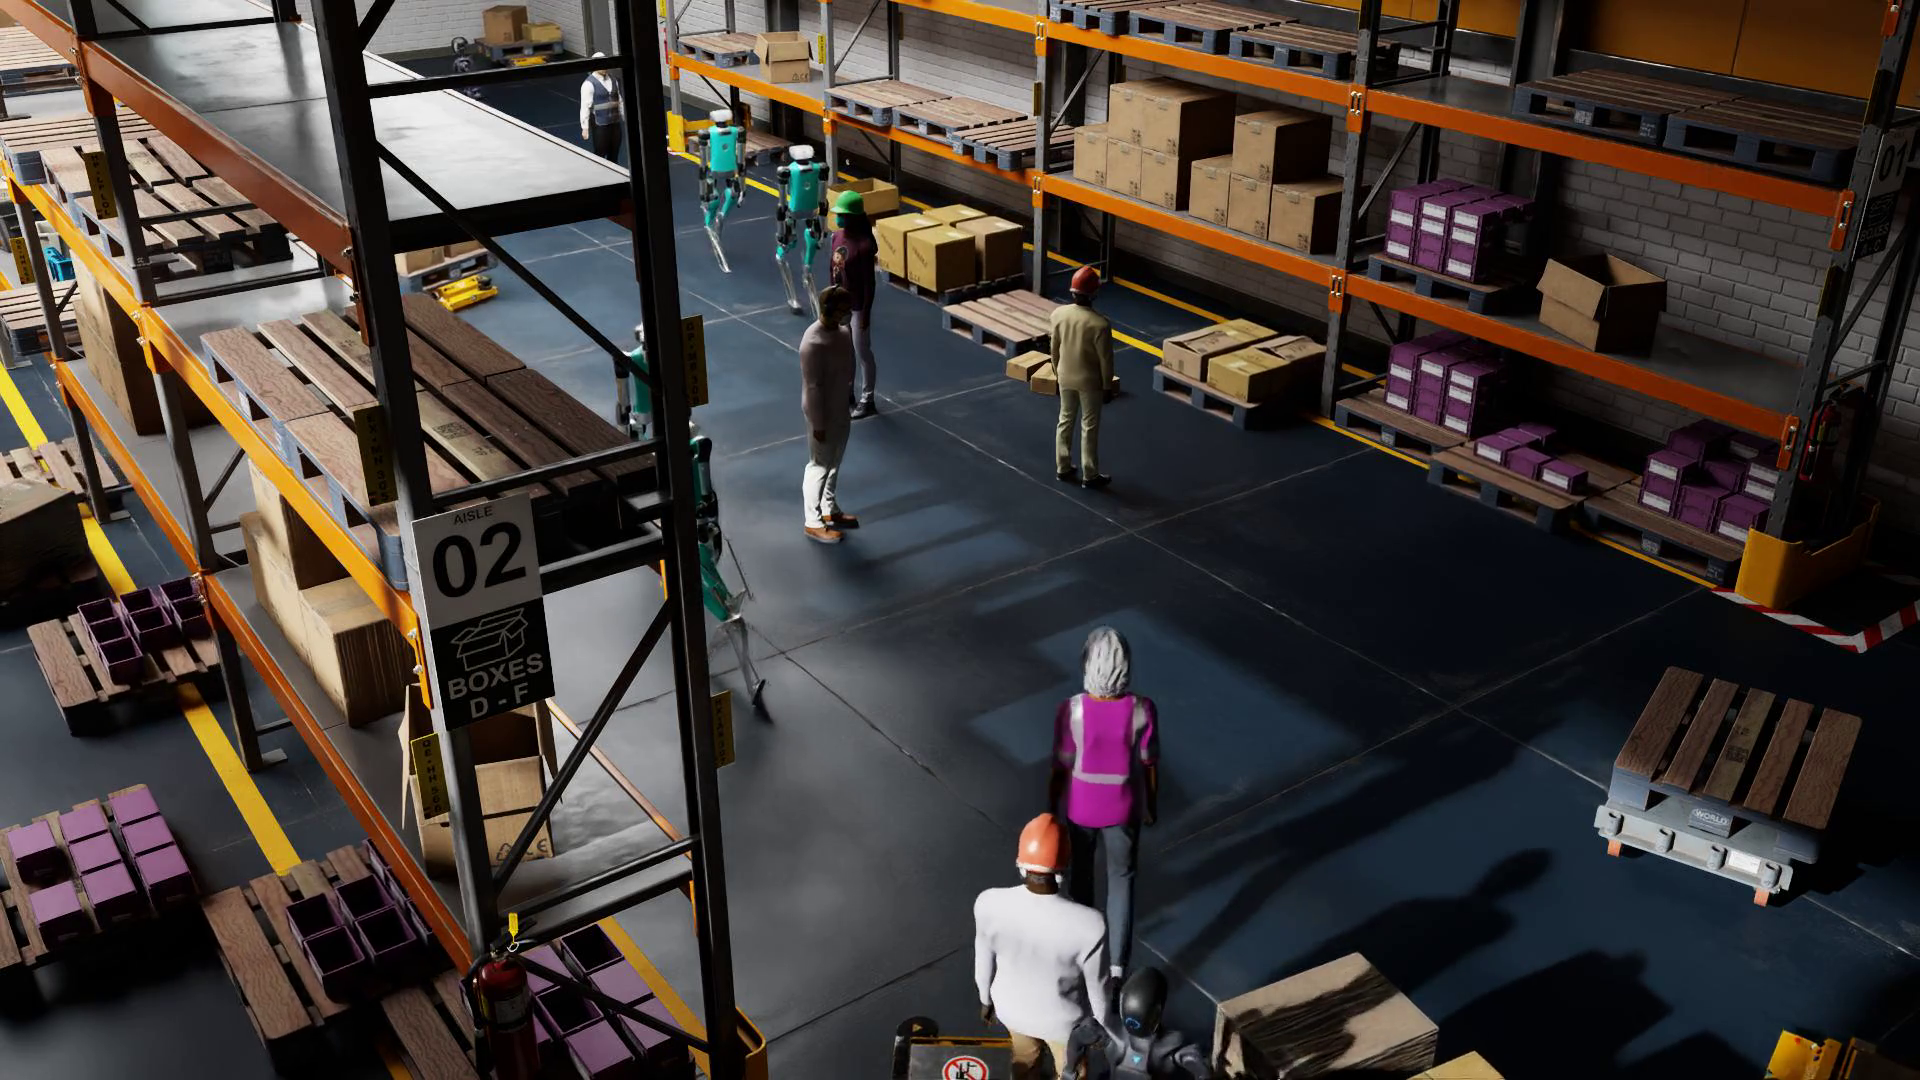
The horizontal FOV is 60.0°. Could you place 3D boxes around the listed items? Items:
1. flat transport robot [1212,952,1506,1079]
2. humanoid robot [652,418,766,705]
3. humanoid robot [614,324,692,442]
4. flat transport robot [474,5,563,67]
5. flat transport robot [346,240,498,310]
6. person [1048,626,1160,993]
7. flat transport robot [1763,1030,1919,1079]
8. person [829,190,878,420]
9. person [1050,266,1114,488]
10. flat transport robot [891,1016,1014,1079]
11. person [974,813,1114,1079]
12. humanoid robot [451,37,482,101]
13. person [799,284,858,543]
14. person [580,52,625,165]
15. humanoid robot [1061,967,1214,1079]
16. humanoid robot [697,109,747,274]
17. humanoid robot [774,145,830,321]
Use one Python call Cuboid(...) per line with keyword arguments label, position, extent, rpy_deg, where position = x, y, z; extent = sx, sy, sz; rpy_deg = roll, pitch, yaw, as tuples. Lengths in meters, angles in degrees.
Cuboid(label="flat transport robot", position=(1.435, 2.760, 6.497), extent=(1.431, 0.231, 0.659), rpy_deg=(-13, 29, -24))
Cuboid(label="humanoid robot", position=(-1.436, 0.167, 10.058), extent=(0.913, 1.789, 0.545), rpy_deg=(19, 32, 33))
Cuboid(label="humanoid robot", position=(-2.223, -0.750, 11.939), extent=(0.546, 1.862, 0.834), rpy_deg=(-10, 28, -19))
Cuboid(label="flat transport robot", position=(-7.444, -8.156, 28.211), extent=(0.659, 0.231, 1.431), rpy_deg=(-16, 31, -28))
Cuboid(label="flat transport robot", position=(-5.567, -2.664, 17.287), extent=(1.431, 0.231, 0.659), rpy_deg=(15, 31, 28))
Cuboid(label="person", position=(0.669, 1.253, 7.770), extent=(0.543, 1.816, 0.806), rpy_deg=(2, 27, 3))
Cuboid(label="flat transport robot", position=(4.129, 2.531, 6.952), extent=(1.431, 0.231, 0.659), rpy_deg=(18, 32, 32))
Cuboid(label="person", position=(-0.903, -2.006, 14.103), extent=(0.491, 1.955, 0.423), rpy_deg=(23, 35, 38))
Cuboid(label="person", position=(0.951, -1.256, 12.826), extent=(0.562, 1.755, 0.321), rpy_deg=(20, 33, 34))
Cuboid(label="flat transport robot", position=(0.016, 2.560, 6.896), extent=(0.659, 0.231, 1.431), rpy_deg=(1, 27, 2))
Cuboid(label="person", position=(0.315, 1.871, 6.626), extent=(0.575, 1.725, 0.611), rpy_deg=(11, 29, 20))
Cuboid(label="humanoid robot", position=(-6.522, -5.786, 21.930), extent=(0.561, 1.643, 0.587), rpy_deg=(-14, 30, -25))
Cuboid(label="person", position=(-0.935, -0.917, 11.979), extent=(0.386, 1.925, 0.622), rpy_deg=(10, 28, 18))
Cuboid(label="person", position=(-4.375, -5.110, 20.491), extent=(0.429, 1.757, 0.769), rpy_deg=(18, 32, 32))
Cuboid(label="humanoid robot", position=(0.633, 2.186, 6.092), extent=(0.622, 1.640, 0.369), rpy_deg=(8, 28, 15))
Cuboid(label="humanoid robot", position=(-2.640, -3.795, 17.948), extent=(0.551, 1.804, 0.899), rpy_deg=(-12, 29, -23))
Cuboid(label="humanoid robot", position=(-1.610, -3.041, 16.425), extent=(0.541, 1.797, 0.830), rpy_deg=(-12, 29, -23))
